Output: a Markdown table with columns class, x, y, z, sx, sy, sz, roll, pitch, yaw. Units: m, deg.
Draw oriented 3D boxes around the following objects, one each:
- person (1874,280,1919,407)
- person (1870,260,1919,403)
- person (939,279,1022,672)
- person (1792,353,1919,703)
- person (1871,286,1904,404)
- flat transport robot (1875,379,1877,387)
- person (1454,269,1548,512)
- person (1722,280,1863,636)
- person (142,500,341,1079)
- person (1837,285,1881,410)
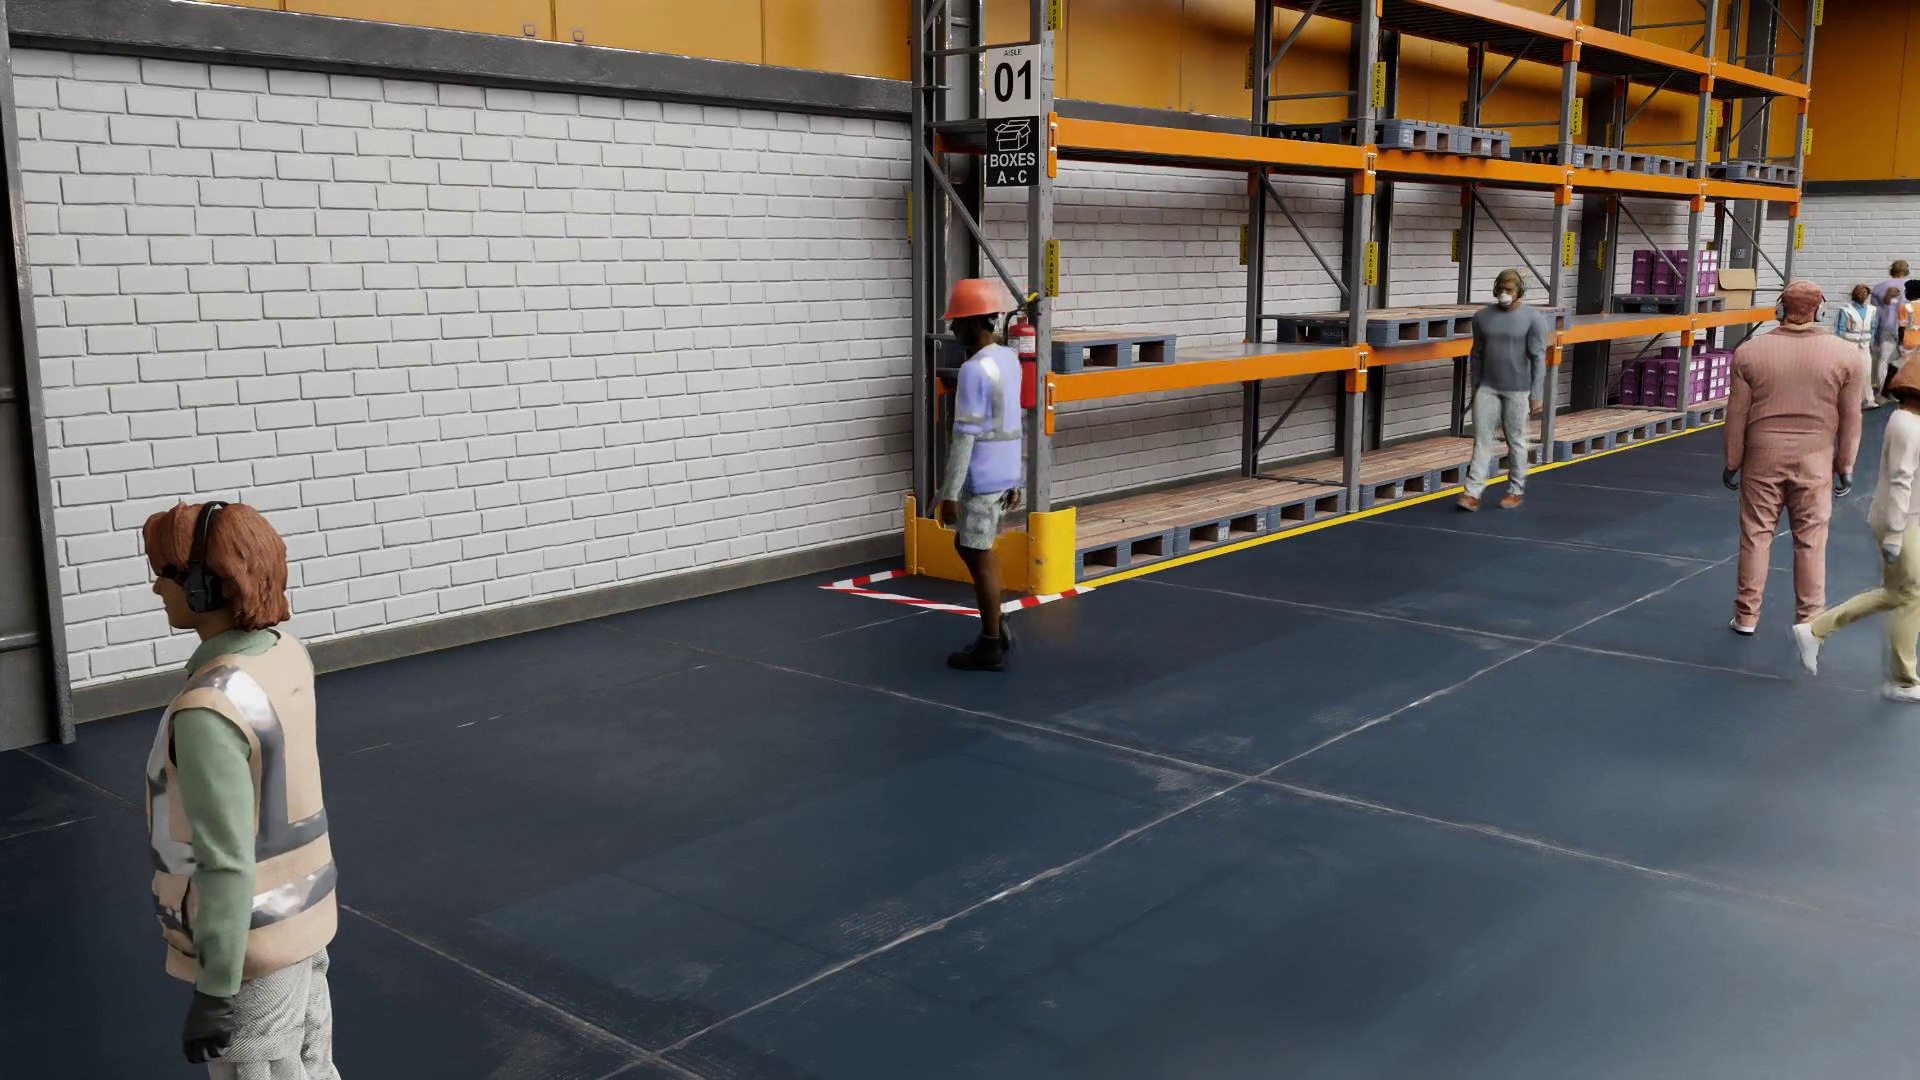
| class | x | y | z | sx | sy | sz | roll | pitch | yaw |
| --- | --- | --- | --- | --- | --- | --- | --- | --- | --- |
| person | 12.240 | -2.527 | 21.535 | 0.544 | 1.666 | 0.806 | -2 | 10 | -13 |
| person | 12.670 | -2.824 | 22.527 | 0.645 | 1.904 | 0.864 | 8 | 13 | 37 |
| person | 0.071 | -0.299 | 8.098 | 0.437 | 1.925 | 0.581 | 4 | 11 | 21 |
| person | 4.259 | -0.067 | 7.661 | 0.614 | 1.609 | 0.514 | 5 | 11 | 28 |
| person | 12.505 | -2.639 | 22.423 | 0.526 | 1.587 | 0.867 | 3 | 10 | 15 |
| flat transport robot | 13.387 | -2.450 | 25.066 | 0.652 | 0.197 | 1.431 | -2 | 10 | -14 |
| person | 4.261 | -1.162 | 13.084 | 0.653 | 1.902 | 0.840 | 9 | 13 | 41 |
| person | 4.410 | -0.419 | 8.850 | 0.651 | 1.905 | 0.409 | 5 | 11 | 24 |
| person | -1.283 | 0.738 | 3.022 | 0.306 | 1.640 | 0.523 | -2 | 10 | -9 |
| person | 11.465 | -2.444 | 21.234 | 0.542 | 1.602 | 0.812 | -1 | 10 | -4 |
